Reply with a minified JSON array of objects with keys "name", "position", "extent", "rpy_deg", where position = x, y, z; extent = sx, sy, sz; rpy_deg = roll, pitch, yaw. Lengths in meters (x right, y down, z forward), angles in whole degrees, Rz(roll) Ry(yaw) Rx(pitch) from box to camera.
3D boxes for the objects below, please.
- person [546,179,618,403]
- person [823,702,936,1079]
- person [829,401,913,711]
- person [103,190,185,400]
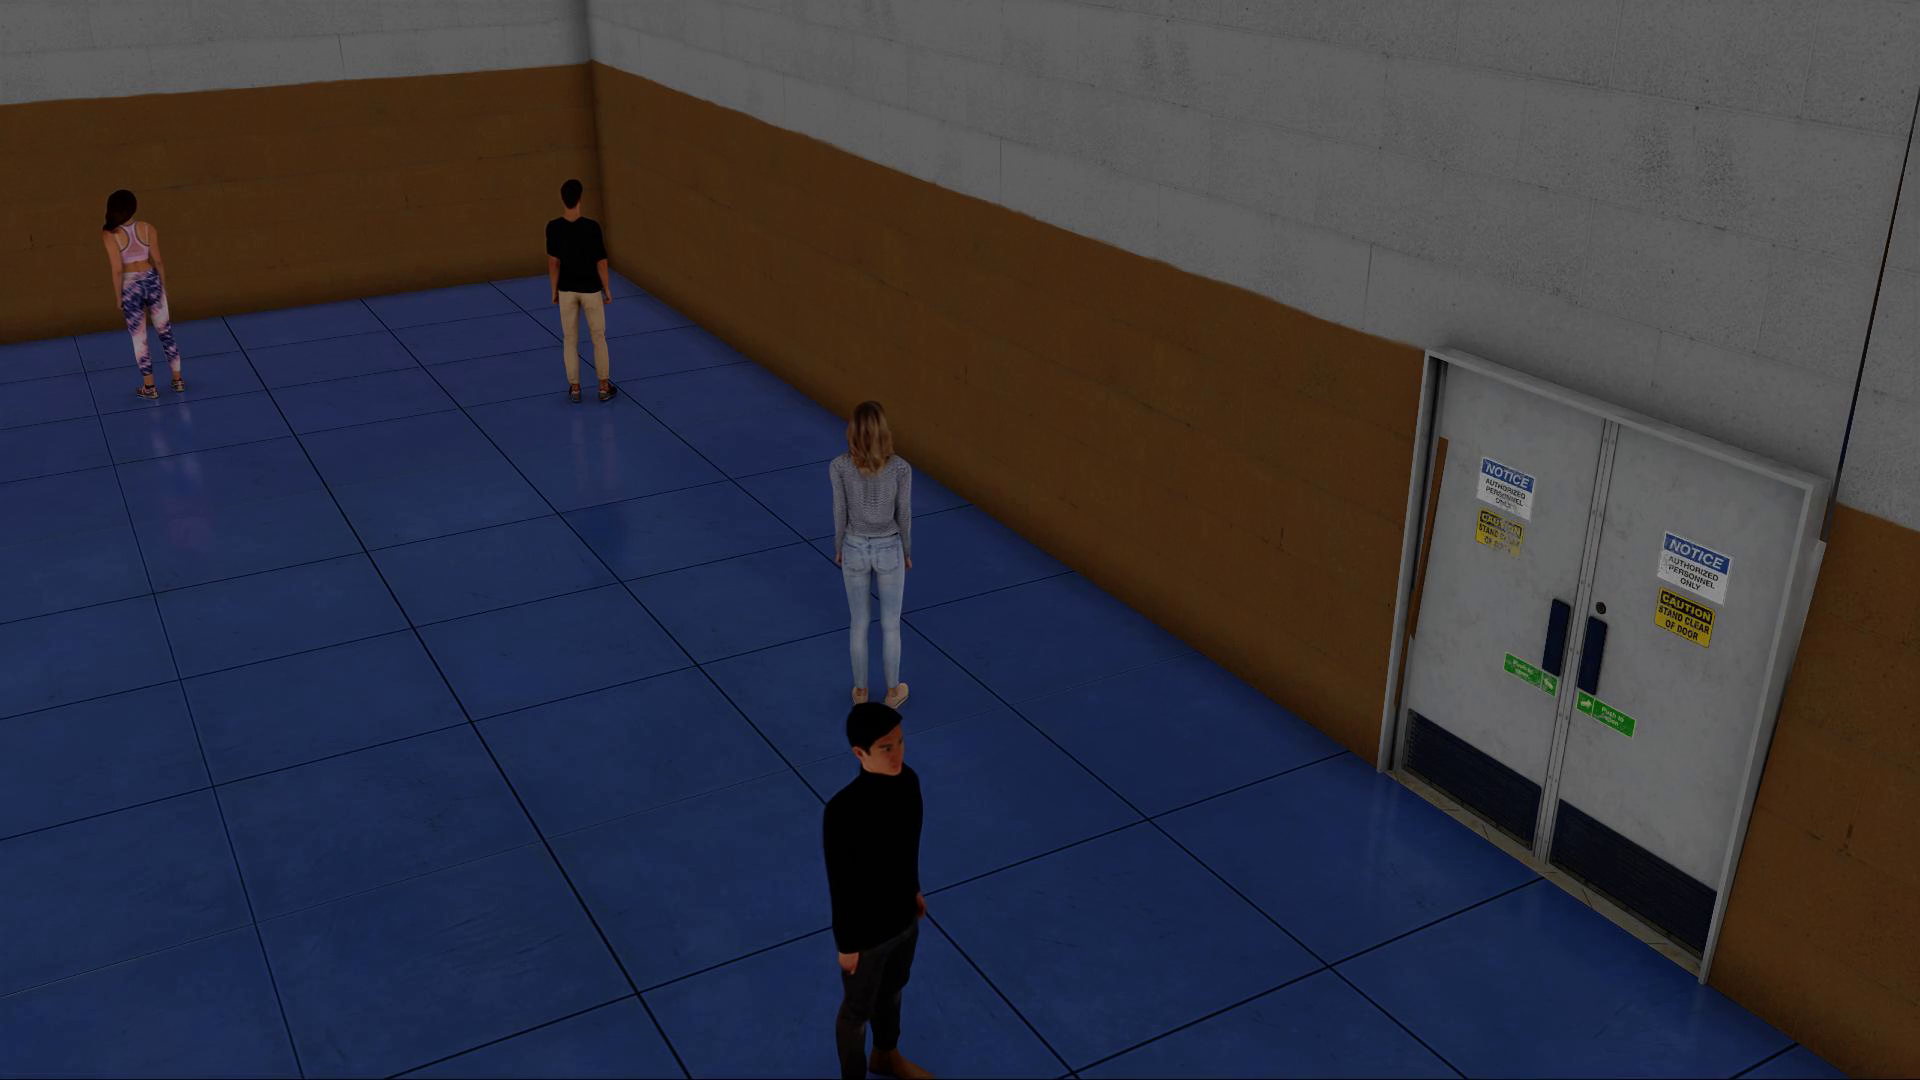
[{"name":"person","position":[-3.168,-2.075,13.873],"extent":[0.622,1.858,0.776],"rpy_deg":[-2,24,-4]},{"name":"person","position":[-0.309,1.371,6.197],"extent":[0.781,1.722,0.629],"rpy_deg":[17,29,33]},{"name":"person","position":[-0.471,0.094,9.024],"extent":[0.628,1.796,0.727],"rpy_deg":[2,24,4]},{"name":"person","position":[-6.903,-2.083,14.036],"extent":[0.712,1.766,0.567],"rpy_deg":[22,32,40]}]
